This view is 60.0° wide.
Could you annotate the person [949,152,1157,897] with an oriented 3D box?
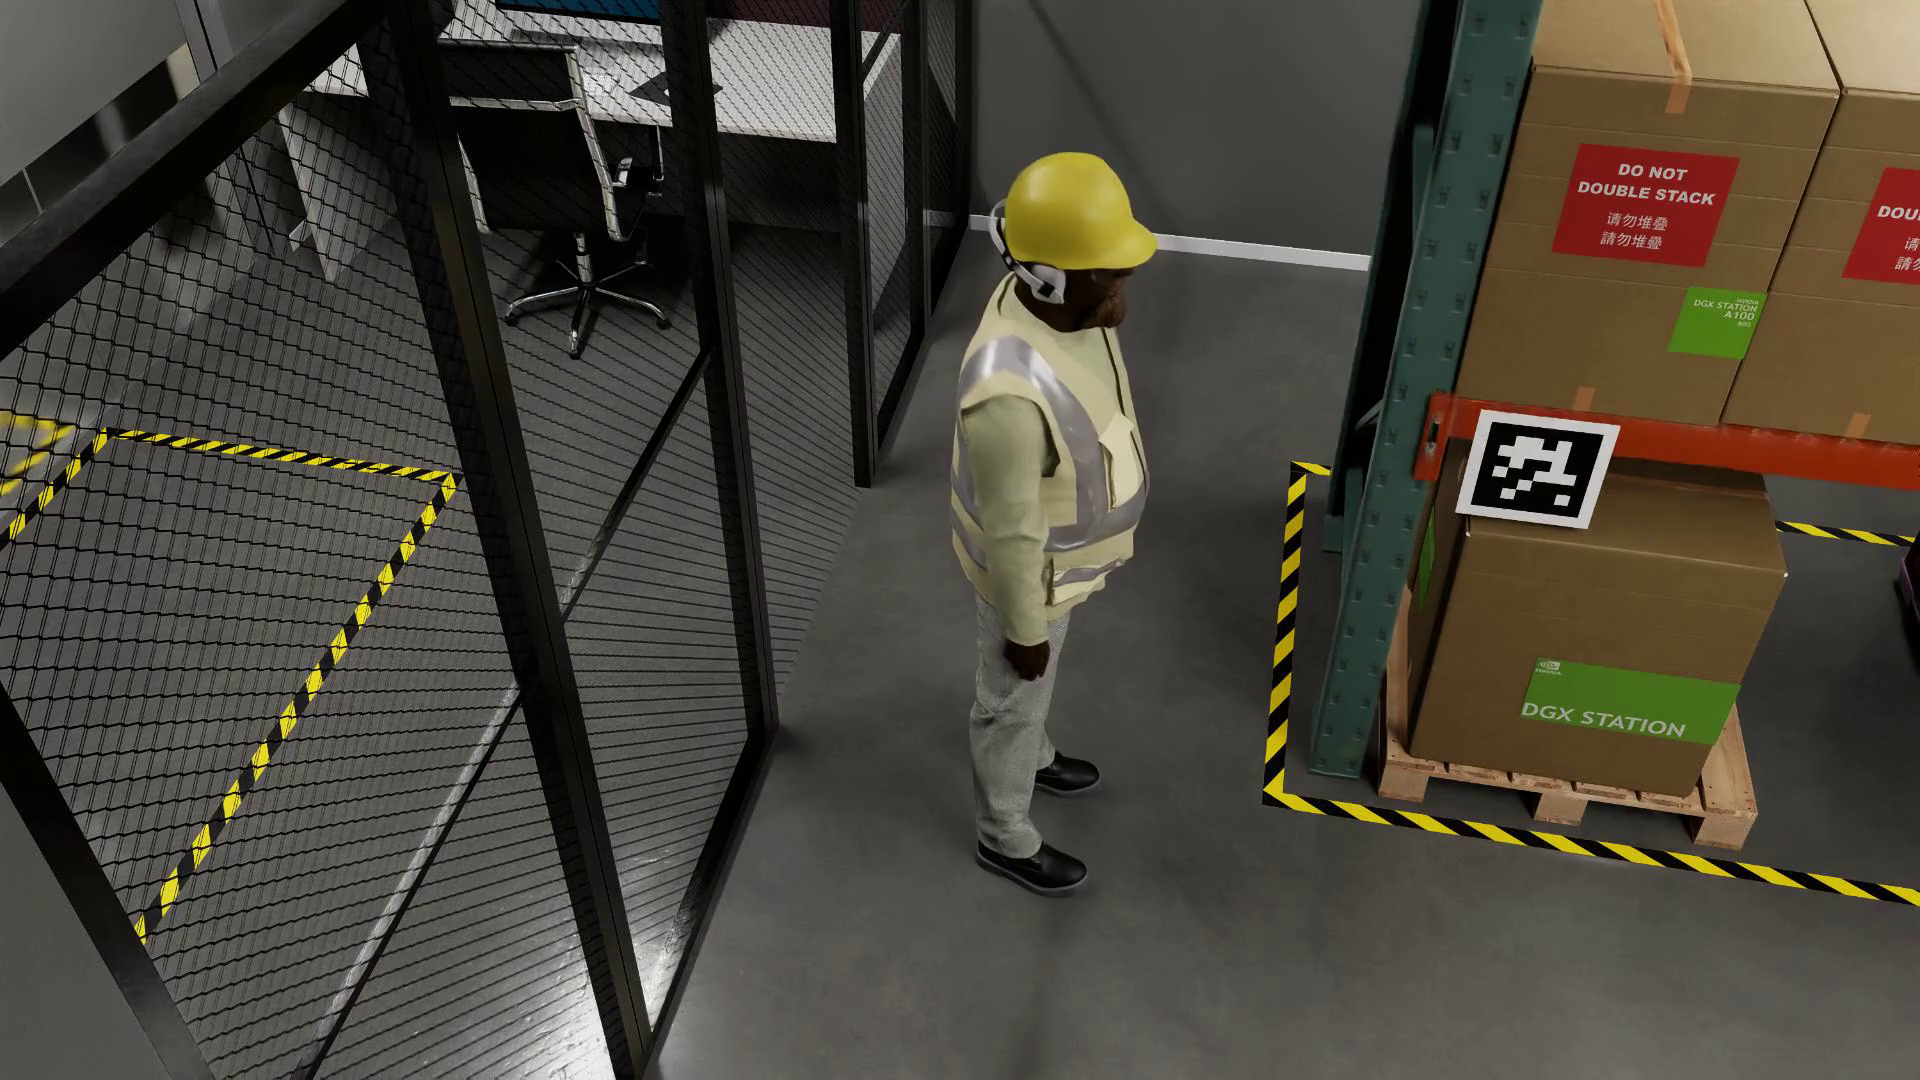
[{"bbox_3d":[0.189,0.007,3.568,0.404,1.835,0.589,9,42,10],"label":"person"}]
